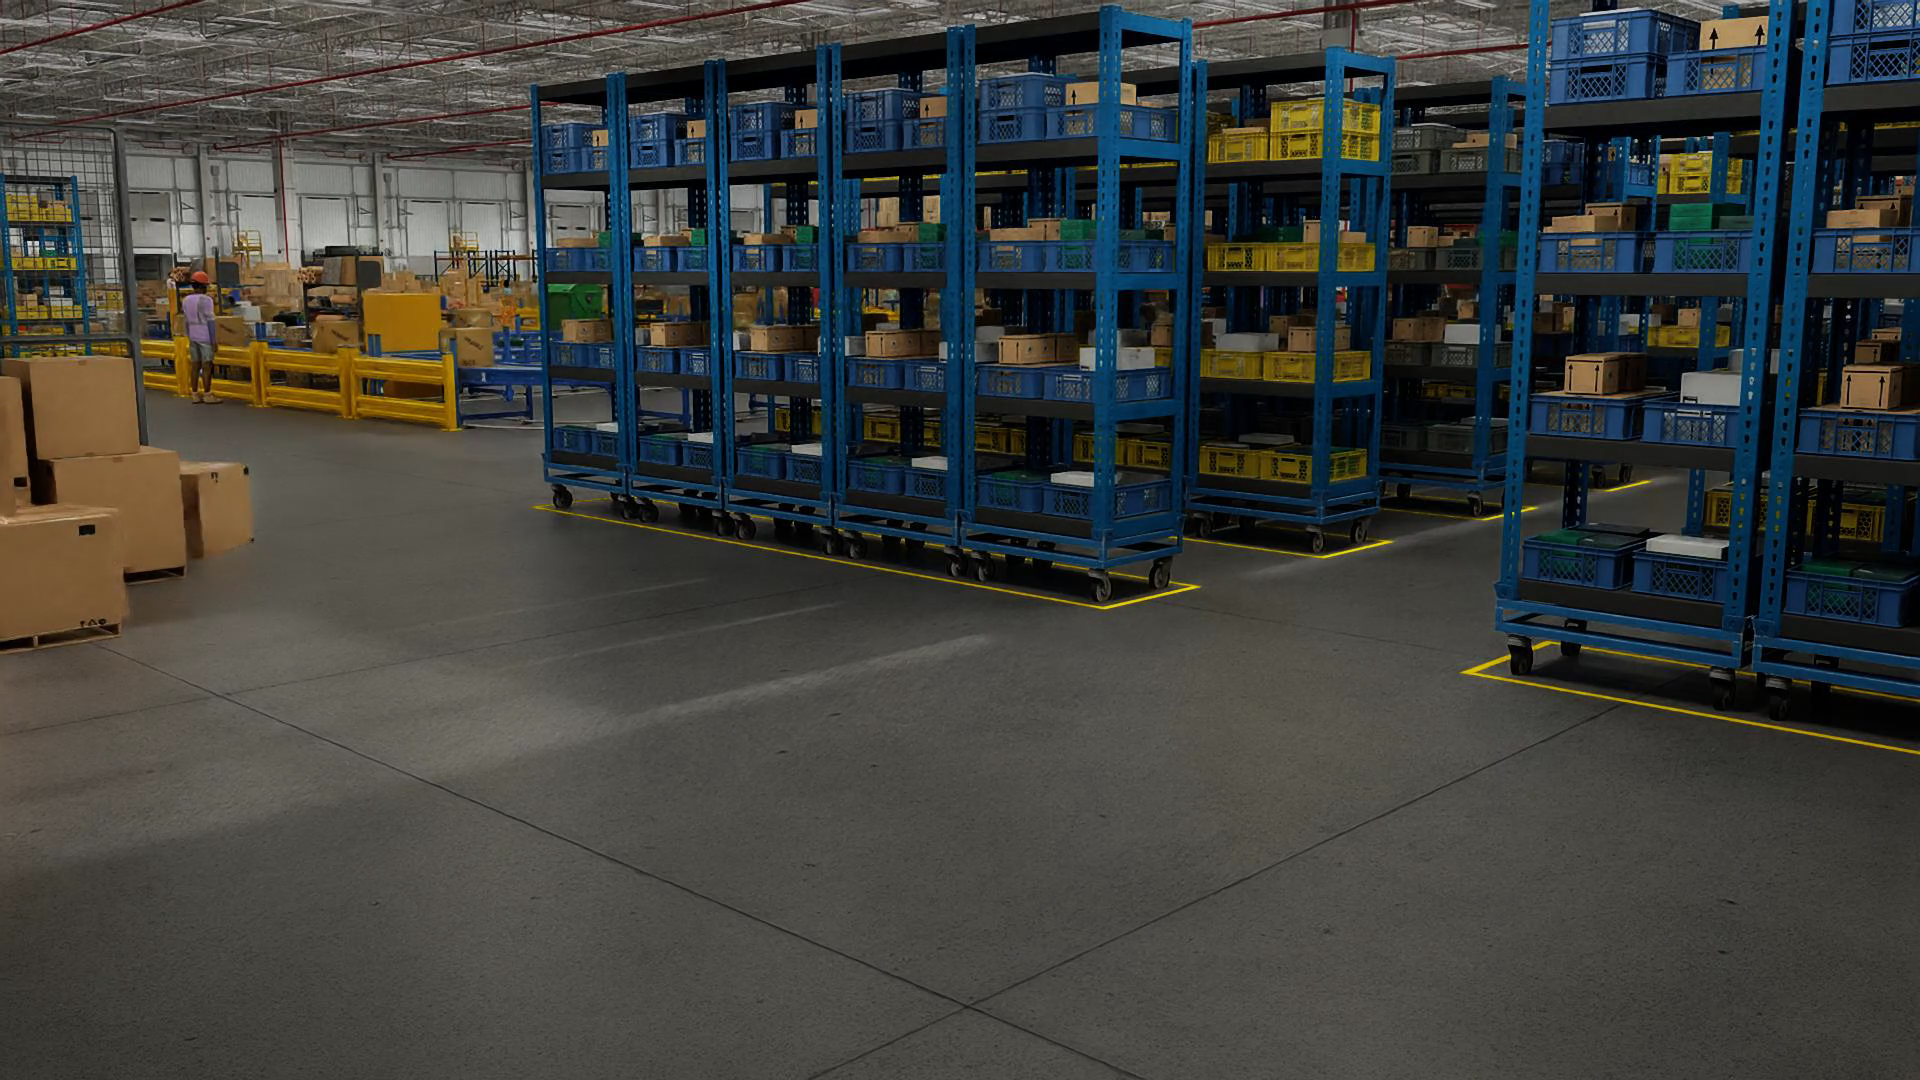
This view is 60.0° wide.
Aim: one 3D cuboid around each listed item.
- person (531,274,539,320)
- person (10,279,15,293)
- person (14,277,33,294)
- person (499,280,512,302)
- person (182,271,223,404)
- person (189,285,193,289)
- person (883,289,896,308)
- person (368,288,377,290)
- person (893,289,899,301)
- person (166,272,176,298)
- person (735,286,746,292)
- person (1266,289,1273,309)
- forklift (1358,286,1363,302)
[{"bbox_3d":[-15.831,-8.976,62.094,0.535,1.862,0.312,7,12,38],"label":"person"},{"bbox_3d":[-41.358,-10.714,72.481,0.389,1.949,0.602,-7,12,-36],"label":"person"},{"bbox_3d":[-29.857,-7.541,53.110,0.540,1.930,0.389,-8,12,-41],"label":"person"},{"bbox_3d":[-15.915,-8.276,58.341,0.537,1.693,0.320,6,11,31],"label":"person"},{"bbox_3d":[-11.599,-3.088,25.488,0.603,2.035,0.403,5,11,29],"label":"person"},{"bbox_3d":[-26.956,-8.394,58.538,0.507,1.861,0.318,5,11,29],"label":"person"},{"bbox_3d":[-2.505,-8.310,58.800,0.516,1.585,0.797,-3,10,-16],"label":"person"},{"bbox_3d":[-21.261,-8.702,60.340,1.016,1.886,0.568,-3,10,-17],"label":"person"},{"bbox_3d":[-2.352,-8.650,59.686,0.395,1.992,0.622,4,10,21],"label":"person"},{"bbox_3d":[-32.729,-10.157,69.102,0.372,1.940,0.630,-1,9,-7],"label":"person"},{"bbox_3d":[-8.382,-9.128,62.481,0.688,2.000,0.536,-1,9,-6],"label":"person"},{"bbox_3d":[10.714,-8.151,56.954,0.566,1.888,0.949,9,13,43],"label":"person"},{"bbox_3d":[11.100,-7.017,46.970,1.873,2.768,1.129,9,13,43],"label":"forklift"}]
